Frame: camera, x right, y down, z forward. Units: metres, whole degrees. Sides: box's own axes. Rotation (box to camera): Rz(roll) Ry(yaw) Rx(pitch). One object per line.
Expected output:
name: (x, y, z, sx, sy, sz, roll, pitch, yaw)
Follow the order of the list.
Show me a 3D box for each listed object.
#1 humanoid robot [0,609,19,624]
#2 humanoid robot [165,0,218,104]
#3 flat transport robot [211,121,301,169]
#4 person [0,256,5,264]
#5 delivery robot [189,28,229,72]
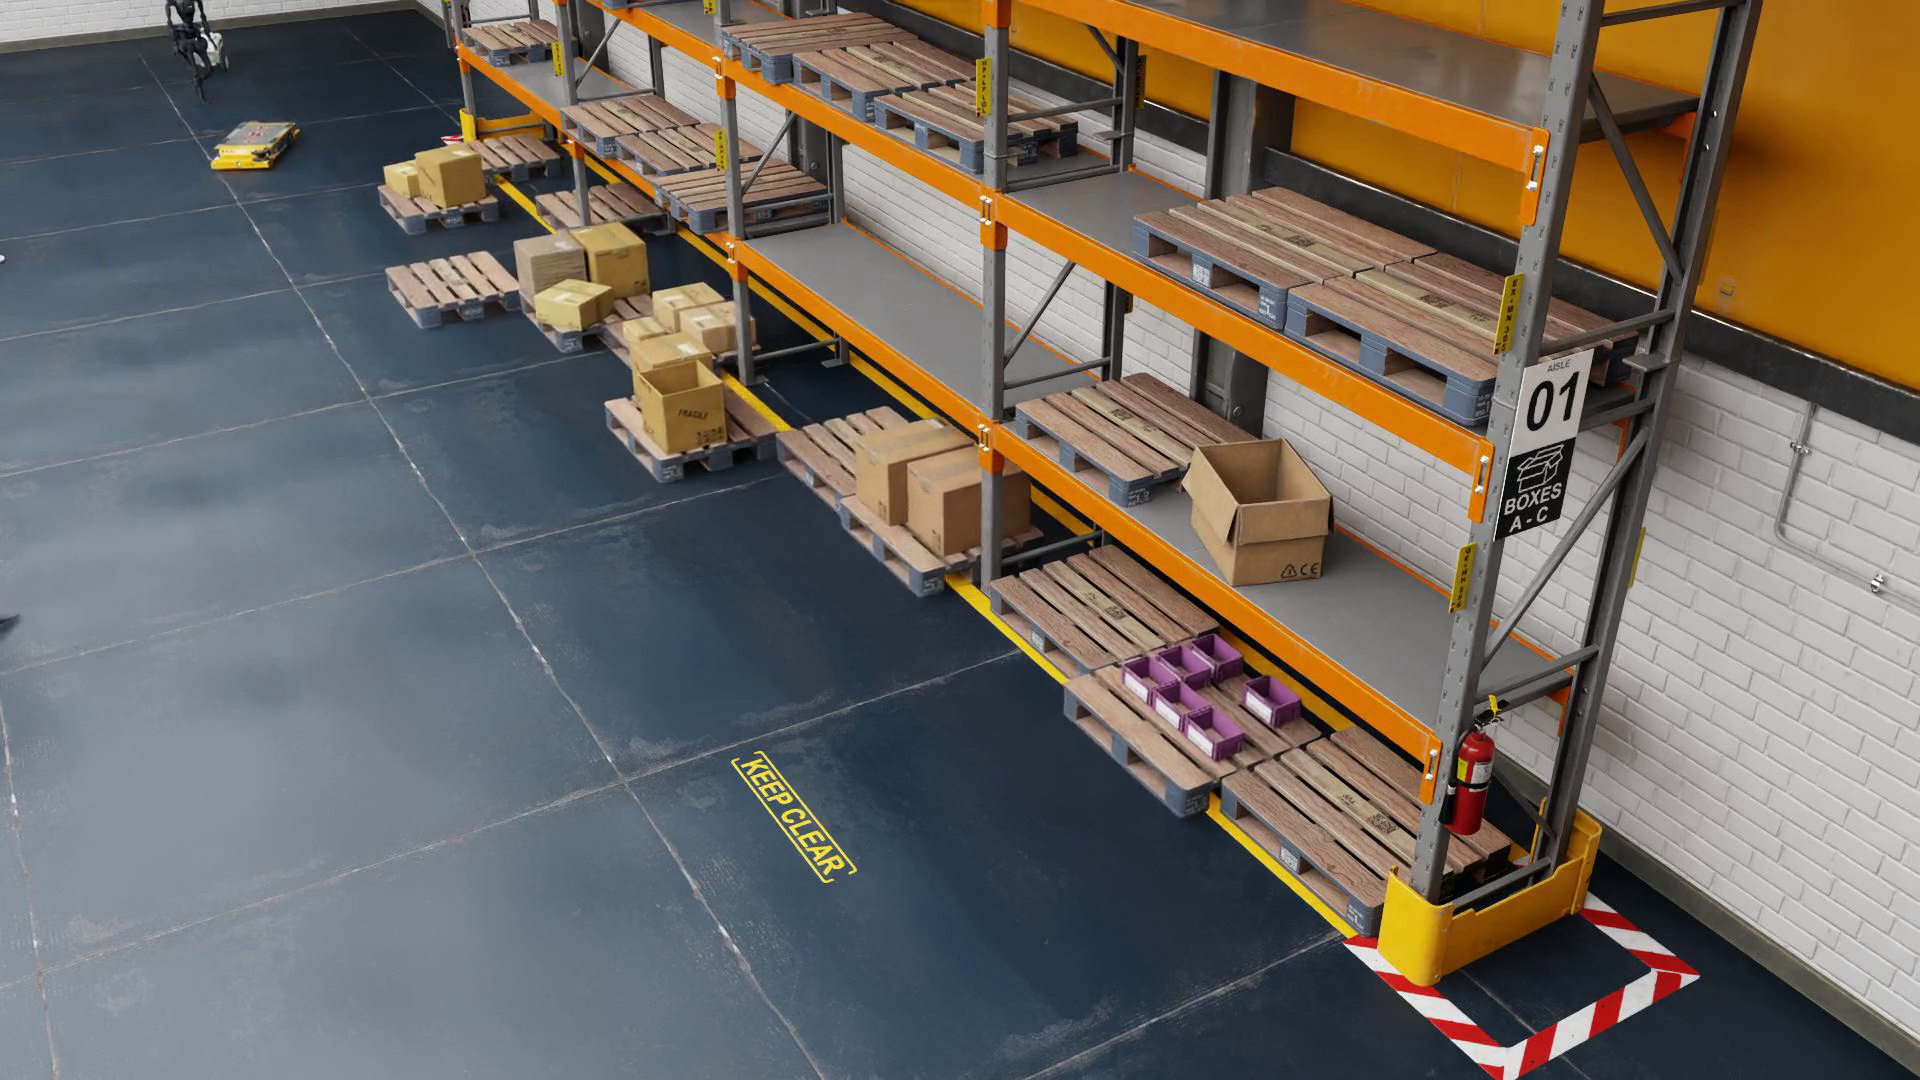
humanoid robot: (-6.398, -0.097, 10.383, 0.588, 1.644, 0.519, 5, 30, 9)
humanoid robot: (-10.144, -6.595, 21.850, 0.531, 1.639, 0.615, 19, 34, 29)
flat transport robot: (-8.479, -4.764, 20.043, 0.659, 0.231, 1.431, -2, 30, -4)
person: (-9.862, -3.498, 16.351, 0.465, 1.706, 0.368, -6, 30, -11)
delivery robot: (-10.673, -6.941, 23.608, 0.499, 0.606, 0.796, -8, 30, -13)
